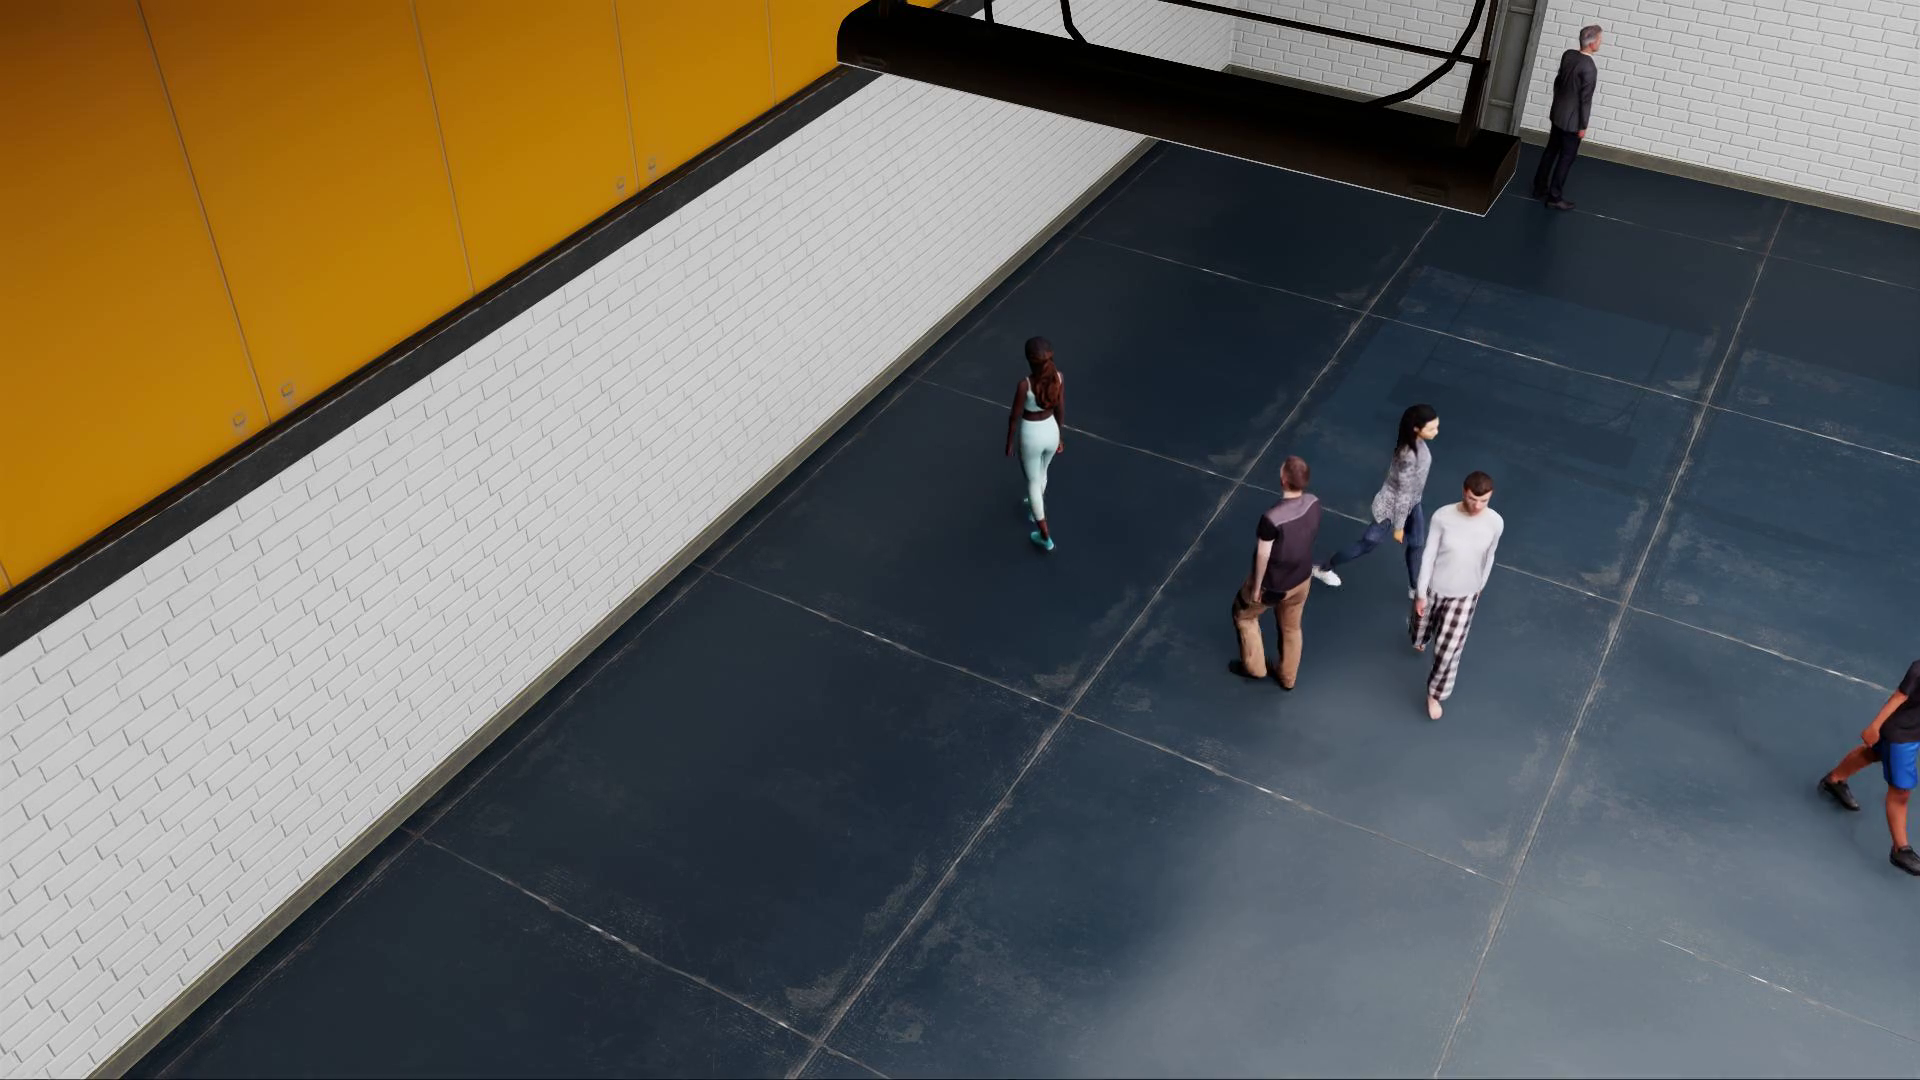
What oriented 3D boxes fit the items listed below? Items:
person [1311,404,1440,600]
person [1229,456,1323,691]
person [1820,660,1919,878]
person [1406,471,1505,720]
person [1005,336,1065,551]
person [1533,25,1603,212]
[{"bbox_3d":[2.946,-0.242,11.598,1.234,1.688,0.780,12,40,14],"label":"person"},{"bbox_3d":[2.148,0.288,10.825,0.817,1.826,0.842,-22,44,-25],"label":"person"},{"bbox_3d":[5.587,1.067,9.916,1.083,1.743,1.205,-13,40,-16],"label":"person"},{"bbox_3d":[3.183,0.258,10.865,1.041,1.821,0.894,7,39,8],"label":"person"},{"bbox_3d":[0.587,-0.684,12.132,0.869,1.711,0.981,-16,41,-19],"label":"person"},{"bbox_3d":[6.031,-4.195,16.427,0.847,1.839,0.797,-8,39,-10],"label":"person"}]
